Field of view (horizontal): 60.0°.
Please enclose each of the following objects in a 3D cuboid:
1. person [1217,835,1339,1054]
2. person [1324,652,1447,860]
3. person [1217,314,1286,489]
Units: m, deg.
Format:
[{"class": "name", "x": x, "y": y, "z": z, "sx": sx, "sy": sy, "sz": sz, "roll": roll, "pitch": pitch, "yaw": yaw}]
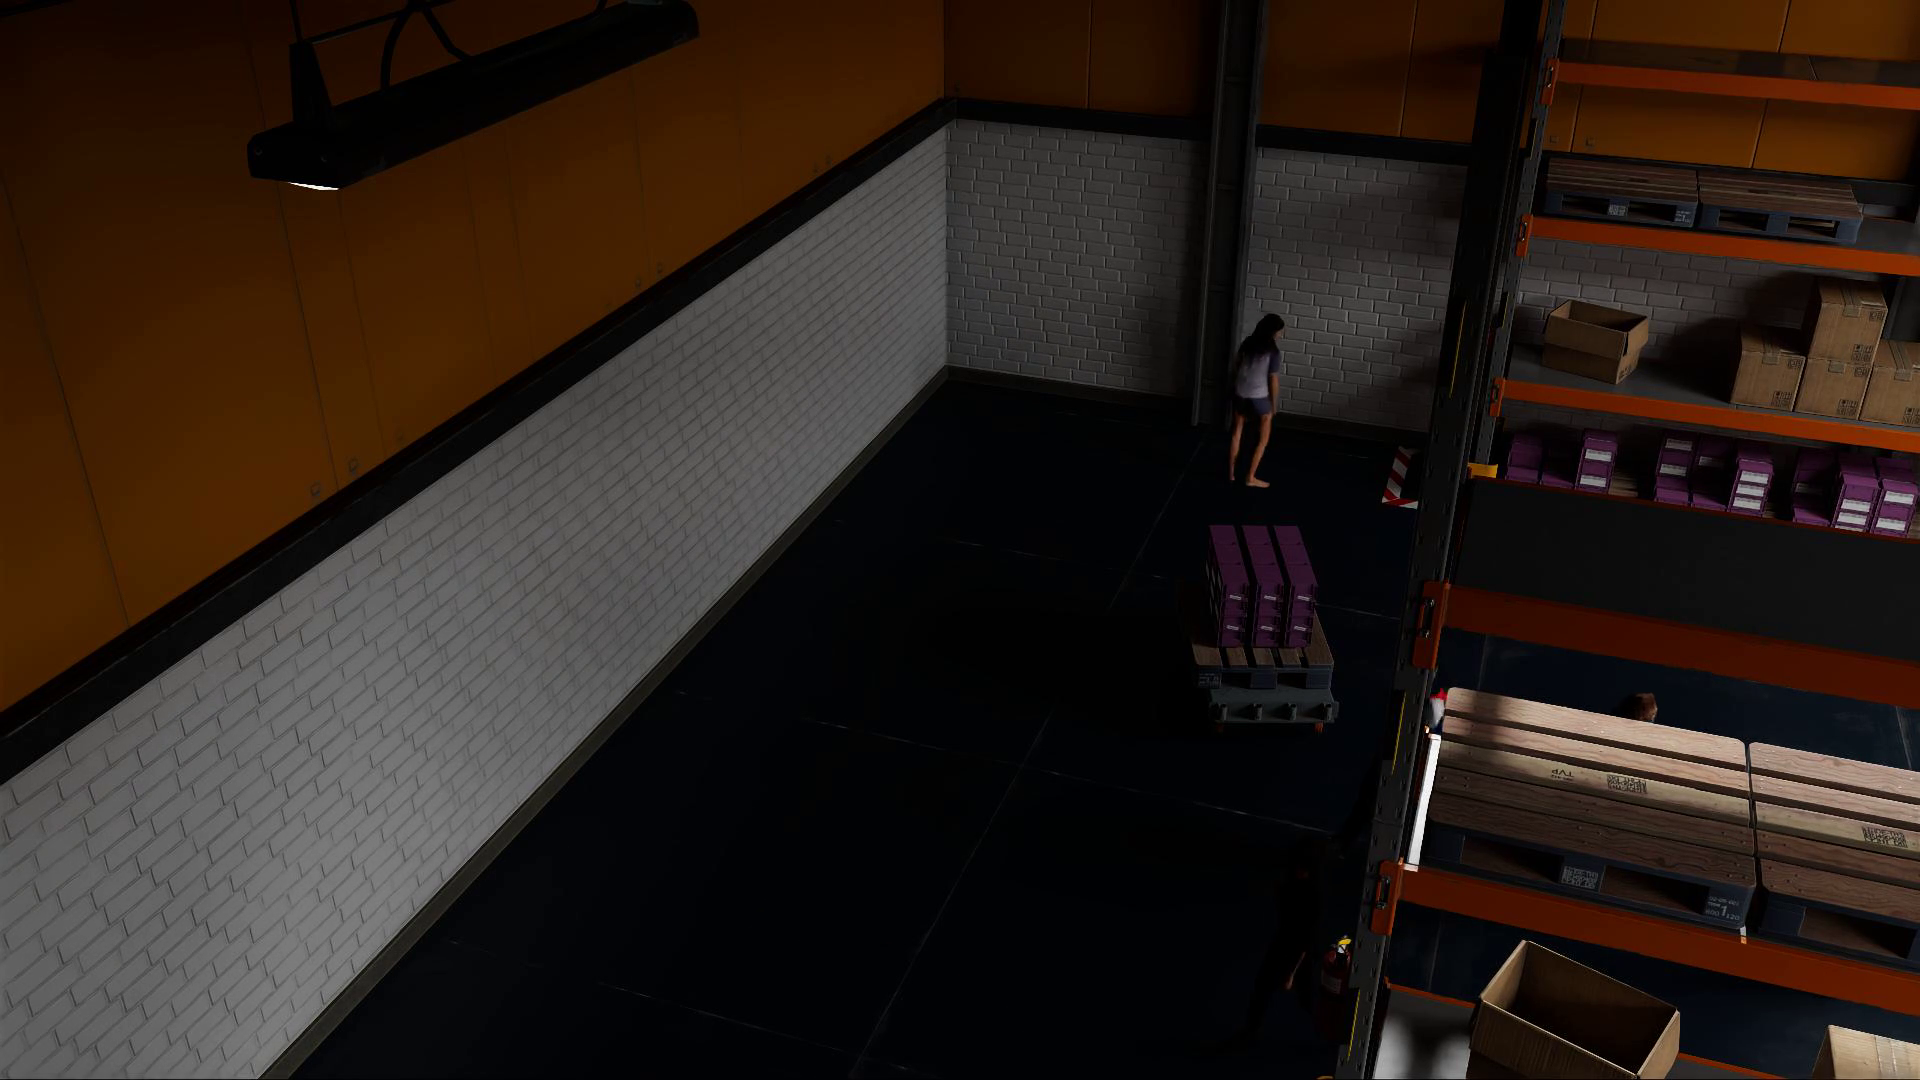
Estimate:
[{"class": "person", "x": 1.942, "y": 2.257, "z": 9.111, "sx": 1.101, "sy": 1.601, "sz": 0.956, "roll": -7, "pitch": 29, "yaw": -13}, {"class": "person", "x": 2.943, "y": 1.411, "z": 10.559, "sx": 1.257, "sy": 1.701, "sz": 1.029, "roll": -3, "pitch": 29, "yaw": -6}, {"class": "person", "x": 2.681, "y": -1.323, "z": 15.553, "sx": 0.565, "sy": 1.718, "sz": 0.824, "roll": 11, "pitch": 30, "yaw": 19}]
